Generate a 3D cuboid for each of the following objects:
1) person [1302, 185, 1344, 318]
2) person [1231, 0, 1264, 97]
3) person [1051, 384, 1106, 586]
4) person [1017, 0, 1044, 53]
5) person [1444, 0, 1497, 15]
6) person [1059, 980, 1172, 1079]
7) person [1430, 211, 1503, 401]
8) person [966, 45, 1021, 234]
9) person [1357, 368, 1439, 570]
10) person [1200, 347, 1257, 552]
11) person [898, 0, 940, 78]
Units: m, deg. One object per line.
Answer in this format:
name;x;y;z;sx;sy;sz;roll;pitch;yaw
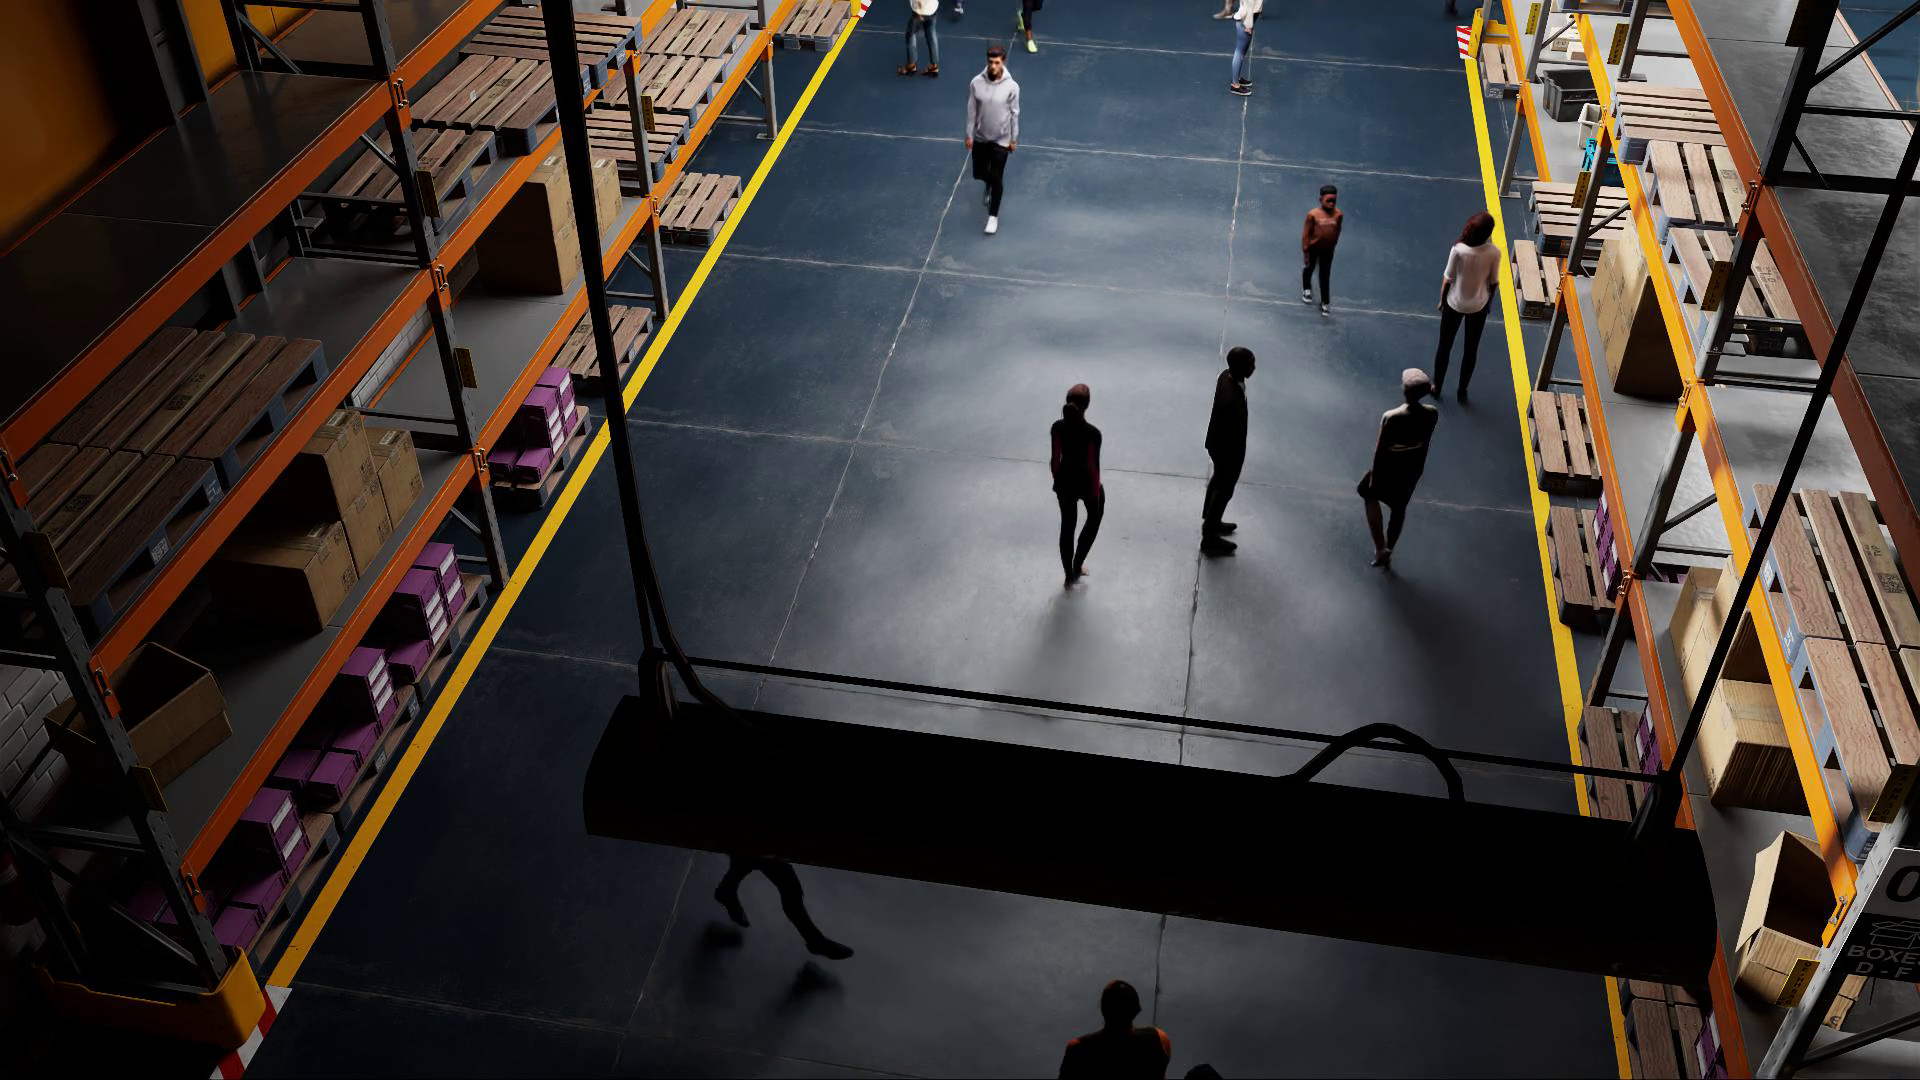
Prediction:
person;3.371;-2.781;15.698;0.627;1.230;0.844;-2;39;-3
person;3.354;-6.085;19.466;0.682;1.692;0.494;9;39;11
person;0.829;-0.342;12.234;0.634;1.741;0.677;16;41;19
person;0.856;-6.966;20.530;0.840;1.740;1.018;-11;40;-14
person;6.590;-7.585;21.241;1.328;1.820;1.178;-29;47;-32
person;0.753;2.827;8.135;0.782;1.905;0.831;-4;39;-5
person;4.330;-1.988;14.253;0.604;1.795;0.498;7;39;8
person;0.338;-4.109;16.812;0.709;1.916;0.979;8;39;10
person;3.291;-0.452;12.372;0.756;1.742;0.838;-7;39;-8
person;2.015;-0.695;12.630;0.755;1.800;0.567;0;39;0
person;-0.351;-6.313;19.770;0.791;1.668;0.741;18;42;21
